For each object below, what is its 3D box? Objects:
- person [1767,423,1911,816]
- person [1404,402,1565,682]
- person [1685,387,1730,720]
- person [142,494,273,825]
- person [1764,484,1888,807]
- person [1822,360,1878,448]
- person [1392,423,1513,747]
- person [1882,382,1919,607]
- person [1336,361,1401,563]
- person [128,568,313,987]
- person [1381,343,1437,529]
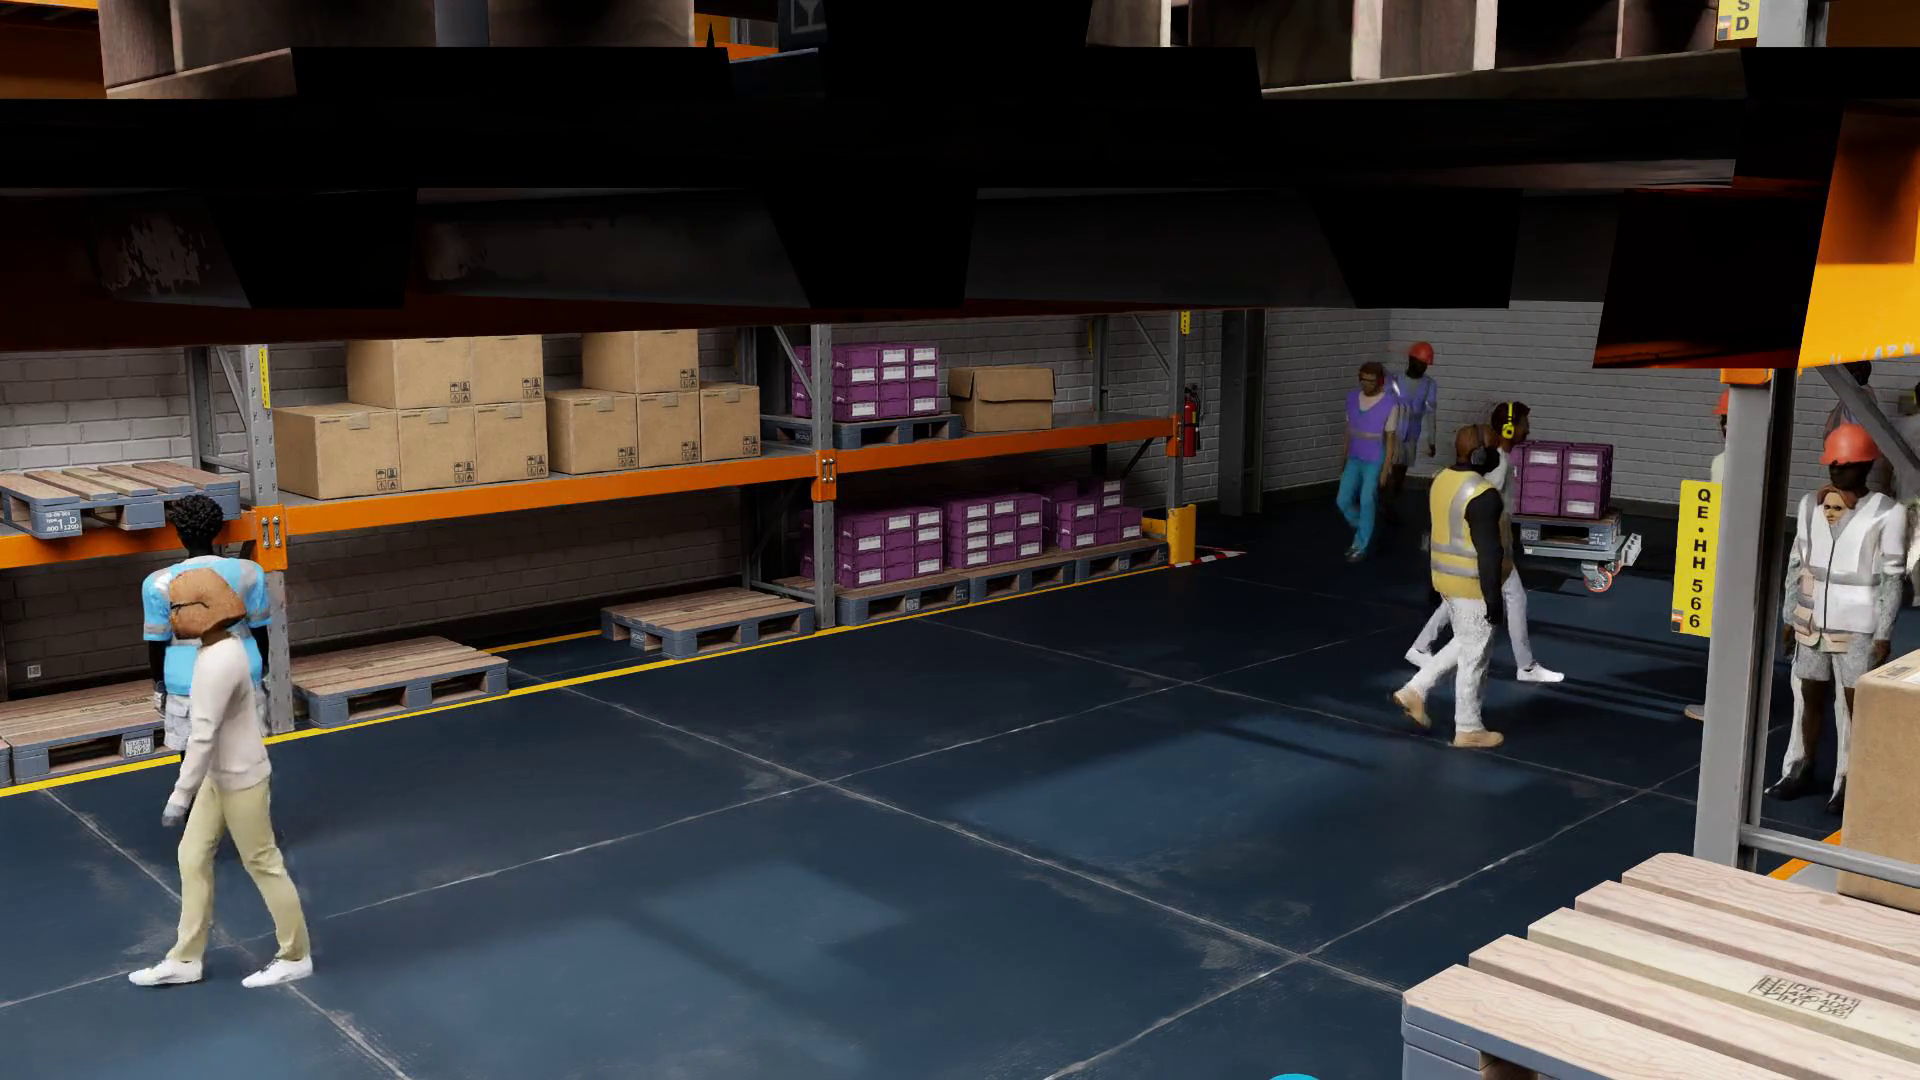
[{"bbox_3d":[4.306,0.389,8.171,0.377,1.933,0.551,-7,12,-34],"label":"person"},{"bbox_3d":[3.389,0.011,10.735,0.976,1.827,0.506,1,10,6],"label":"person"},{"bbox_3d":[4.554,0.085,9.783,0.623,1.989,0.401,-7,12,-34],"label":"person"},{"bbox_3d":[-3.334,0.639,7.421,0.534,1.694,0.321,-6,12,-33],"label":"person"},{"bbox_3d":[4.327,0.523,8.246,0.315,1.641,0.515,-6,12,-33],"label":"person"},{"bbox_3d":[7.959,-0.717,14.915,0.429,1.846,0.626,5,11,26],"label":"person"},{"bbox_3d":[2.792,0.262,9.235,0.516,1.828,0.630,-1,10,-4],"label":"person"},{"bbox_3d":[7.336,-0.336,12.737,0.943,1.833,0.532,-6,12,-32],"label":"person"},{"bbox_3d":[3.625,-0.685,14.792,0.436,1.816,0.614,-8,12,-37],"label":"person"},{"bbox_3d":[-2.788,0.907,6.119,0.735,1.600,0.501,-5,11,-25],"label":"person"},{"bbox_3d":[4.474,-1.044,16.717,0.572,1.877,0.695,-1,10,-8],"label":"person"}]
